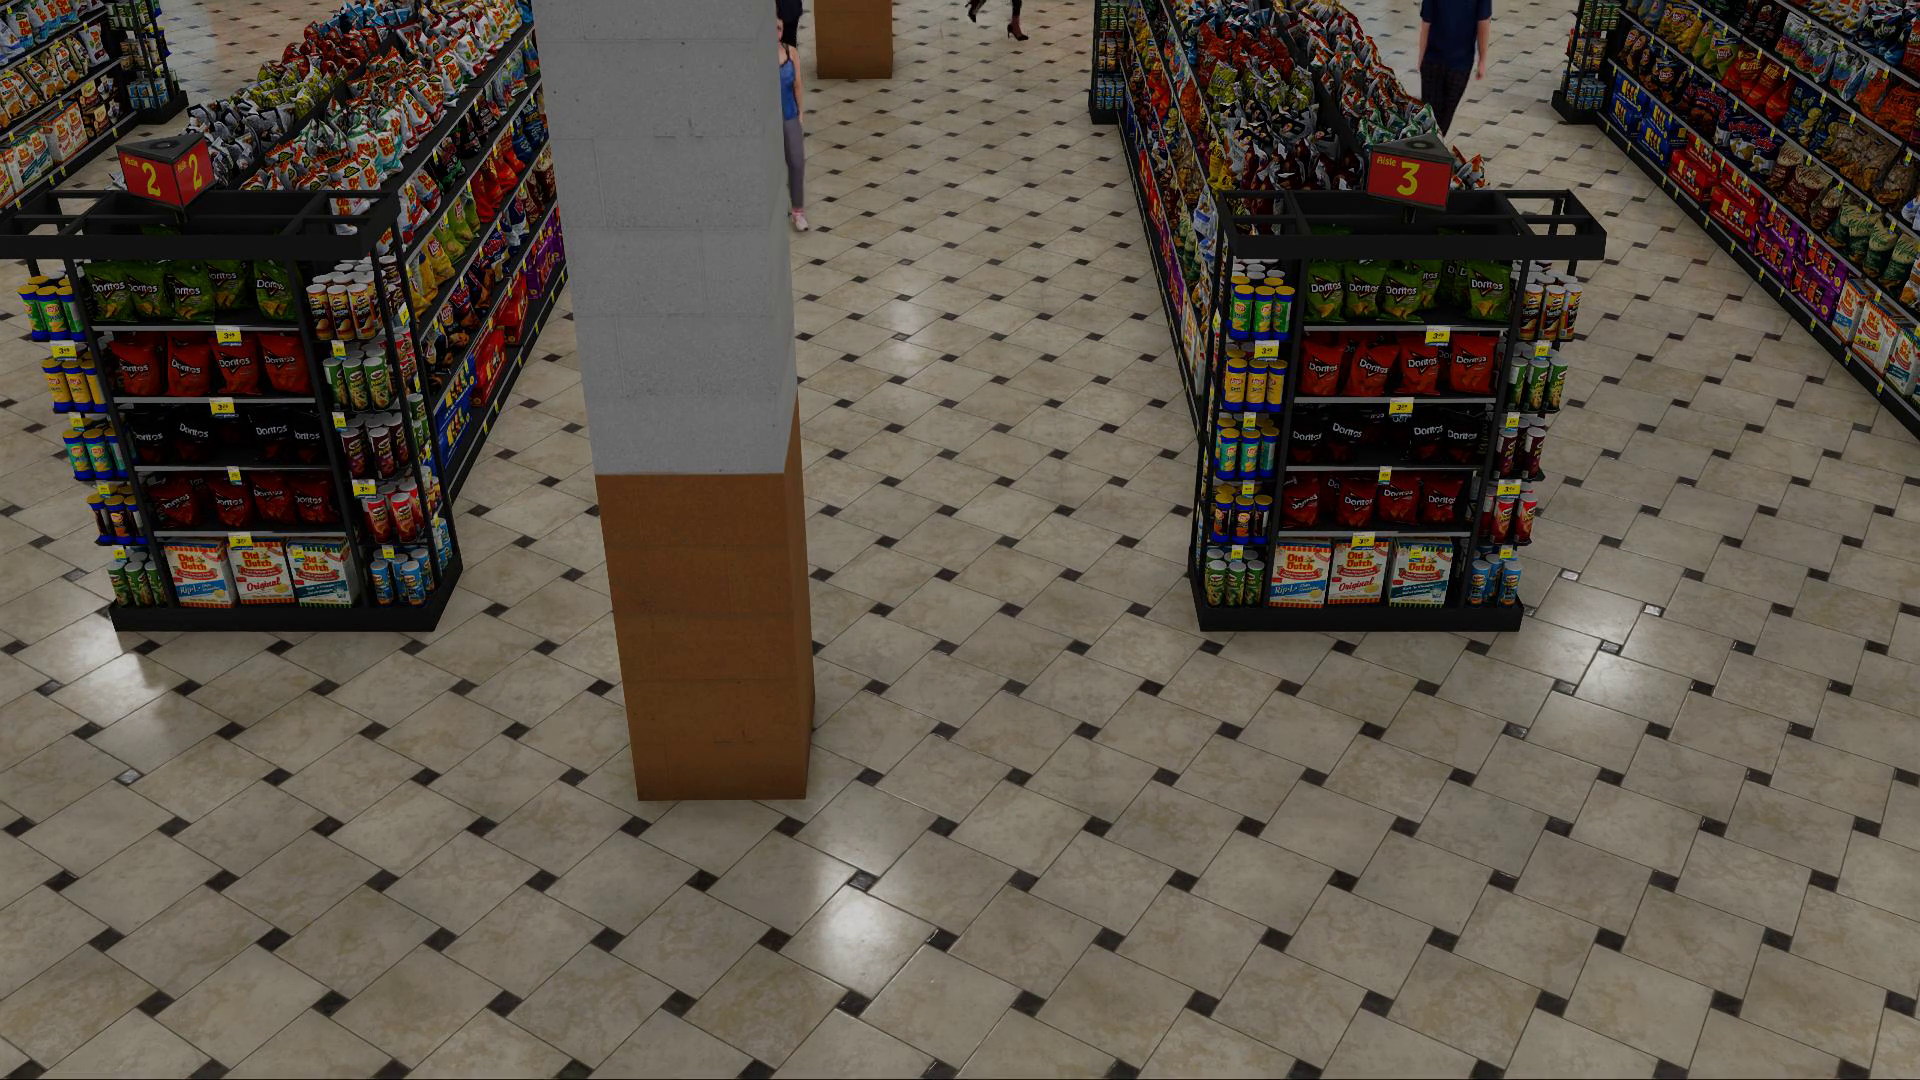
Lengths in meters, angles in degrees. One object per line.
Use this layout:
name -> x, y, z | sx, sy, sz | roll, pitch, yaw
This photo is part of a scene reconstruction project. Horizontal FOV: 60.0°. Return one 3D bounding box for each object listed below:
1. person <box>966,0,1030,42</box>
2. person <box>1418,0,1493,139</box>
person -> 0.424, -5.778, 16.187 | 0.722, 1.821, 0.825 | -3, 32, -5
person -> 3.755, -3.679, 12.817 | 0.771, 1.817, 1.215 | 4, 32, 6
